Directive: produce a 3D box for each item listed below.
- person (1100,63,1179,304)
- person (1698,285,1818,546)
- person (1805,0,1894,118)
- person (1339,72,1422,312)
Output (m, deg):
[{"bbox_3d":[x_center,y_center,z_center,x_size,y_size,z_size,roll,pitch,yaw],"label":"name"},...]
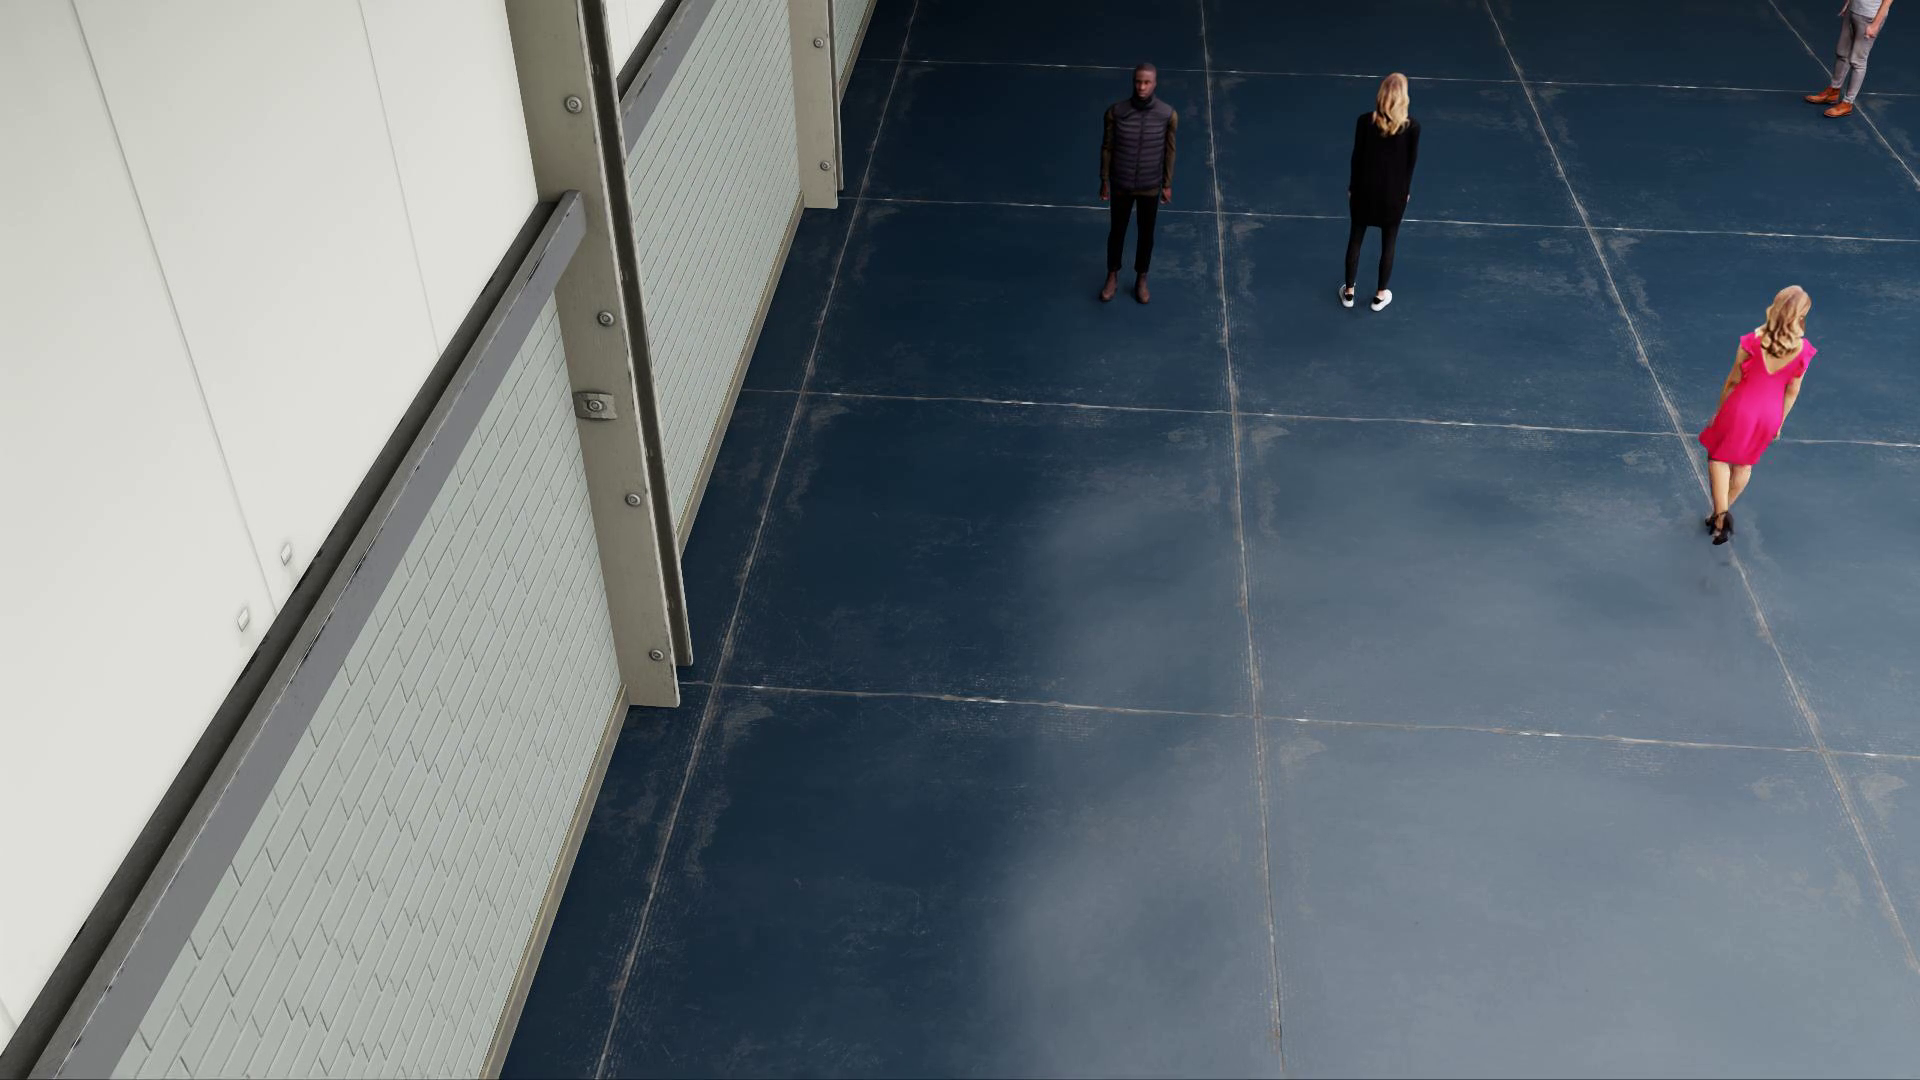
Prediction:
[{"bbox_3d":[1.289,-2.607,12.157,0.688,1.835,0.557,4,38,6],"label":"person"},{"bbox_3d":[4.652,-0.673,9.781,0.637,1.716,0.844,7,39,9],"label":"person"},{"bbox_3d":[8.104,-4.719,14.860,0.802,1.830,0.588,-5,38,-7],"label":"person"},{"bbox_3d":[3.035,-2.510,12.062,0.649,1.801,0.595,12,40,15],"label":"person"}]
